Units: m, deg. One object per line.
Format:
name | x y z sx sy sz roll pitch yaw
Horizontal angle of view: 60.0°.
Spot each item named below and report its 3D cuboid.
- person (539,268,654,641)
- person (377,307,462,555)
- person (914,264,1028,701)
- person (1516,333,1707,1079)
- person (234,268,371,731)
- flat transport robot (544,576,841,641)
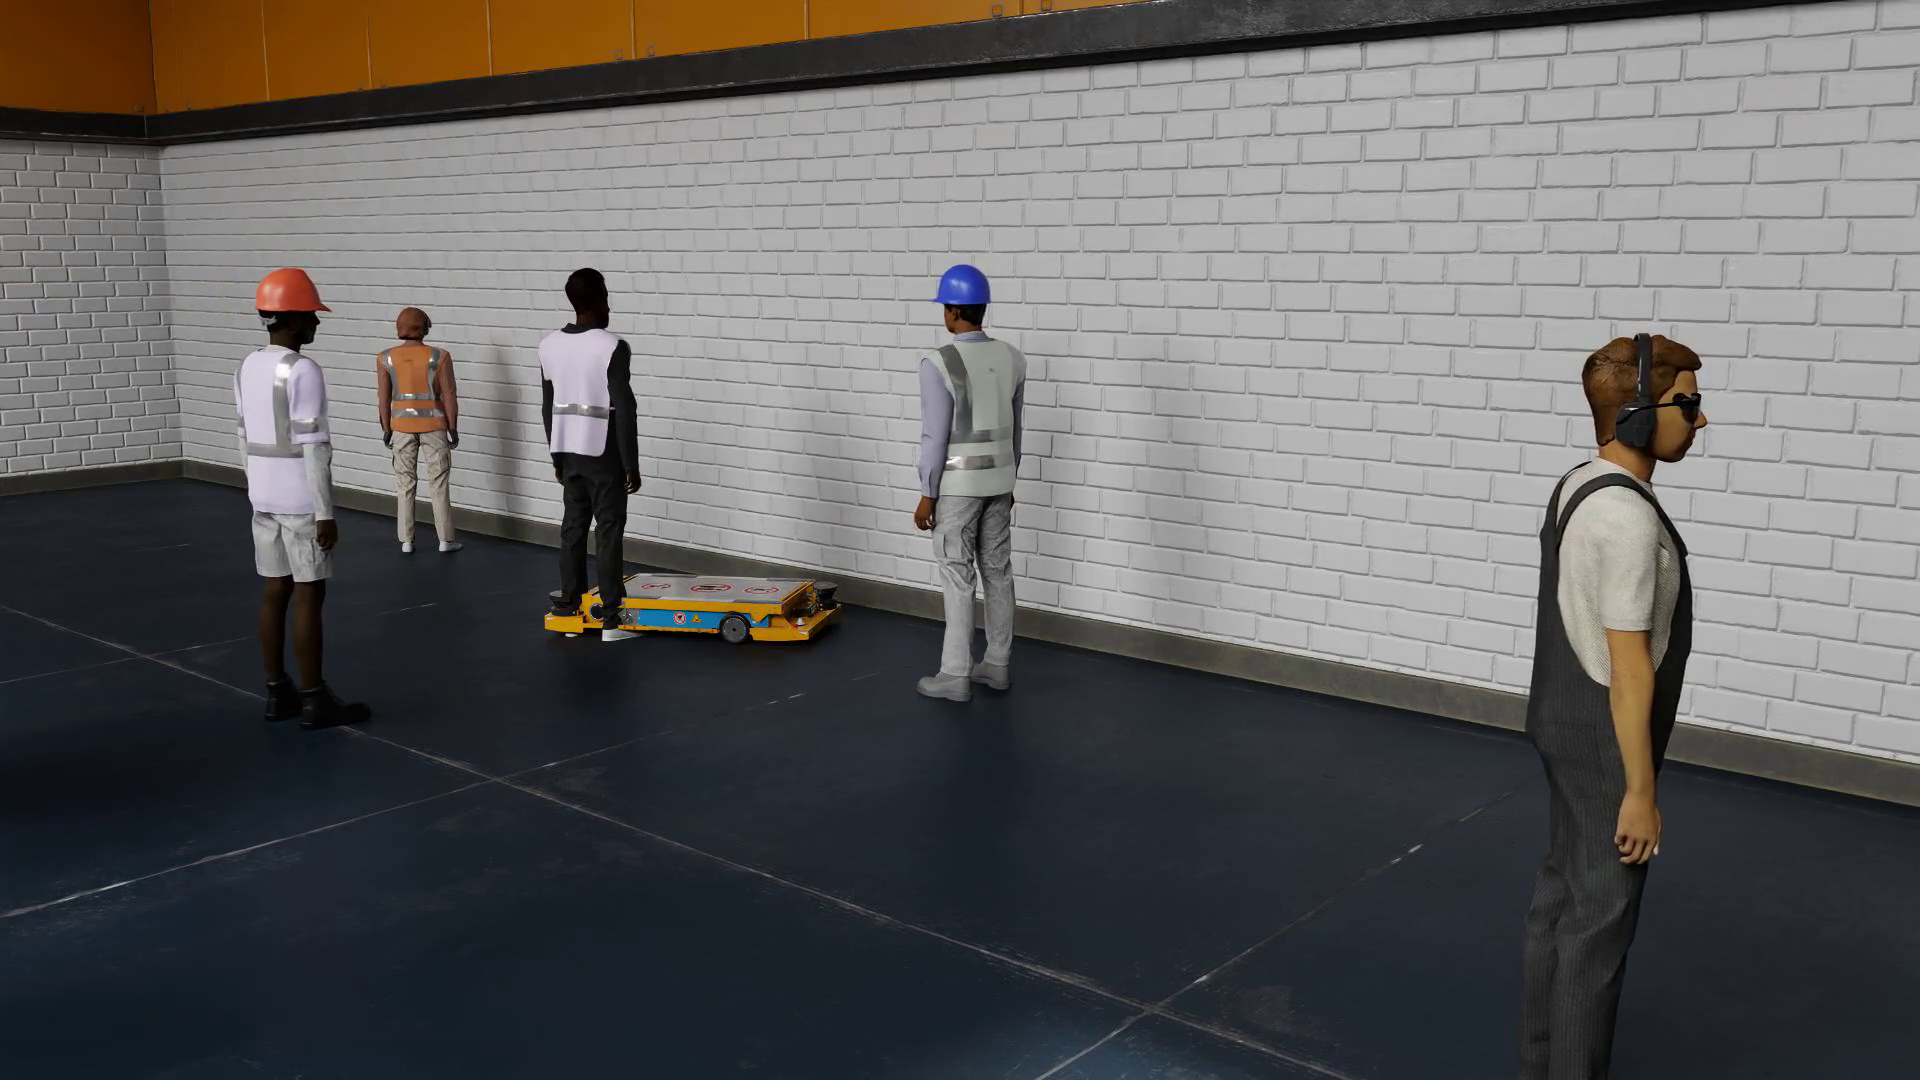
person | -1.900 -0.433 8.587 0.590 1.922 0.392 6 11 29
person | -3.566 -0.713 10.983 0.513 1.640 0.309 -1 10 -4
person | 0.042 -0.252 7.473 0.602 1.950 0.381 -10 14 -44
person | 1.420 0.476 3.629 0.341 1.846 0.510 1 10 6
person | -2.804 -0.170 7.040 0.547 1.938 0.378 7 12 36
flat transport robot | -1.406 0.346 8.844 1.431 0.197 0.652 2 10 11
